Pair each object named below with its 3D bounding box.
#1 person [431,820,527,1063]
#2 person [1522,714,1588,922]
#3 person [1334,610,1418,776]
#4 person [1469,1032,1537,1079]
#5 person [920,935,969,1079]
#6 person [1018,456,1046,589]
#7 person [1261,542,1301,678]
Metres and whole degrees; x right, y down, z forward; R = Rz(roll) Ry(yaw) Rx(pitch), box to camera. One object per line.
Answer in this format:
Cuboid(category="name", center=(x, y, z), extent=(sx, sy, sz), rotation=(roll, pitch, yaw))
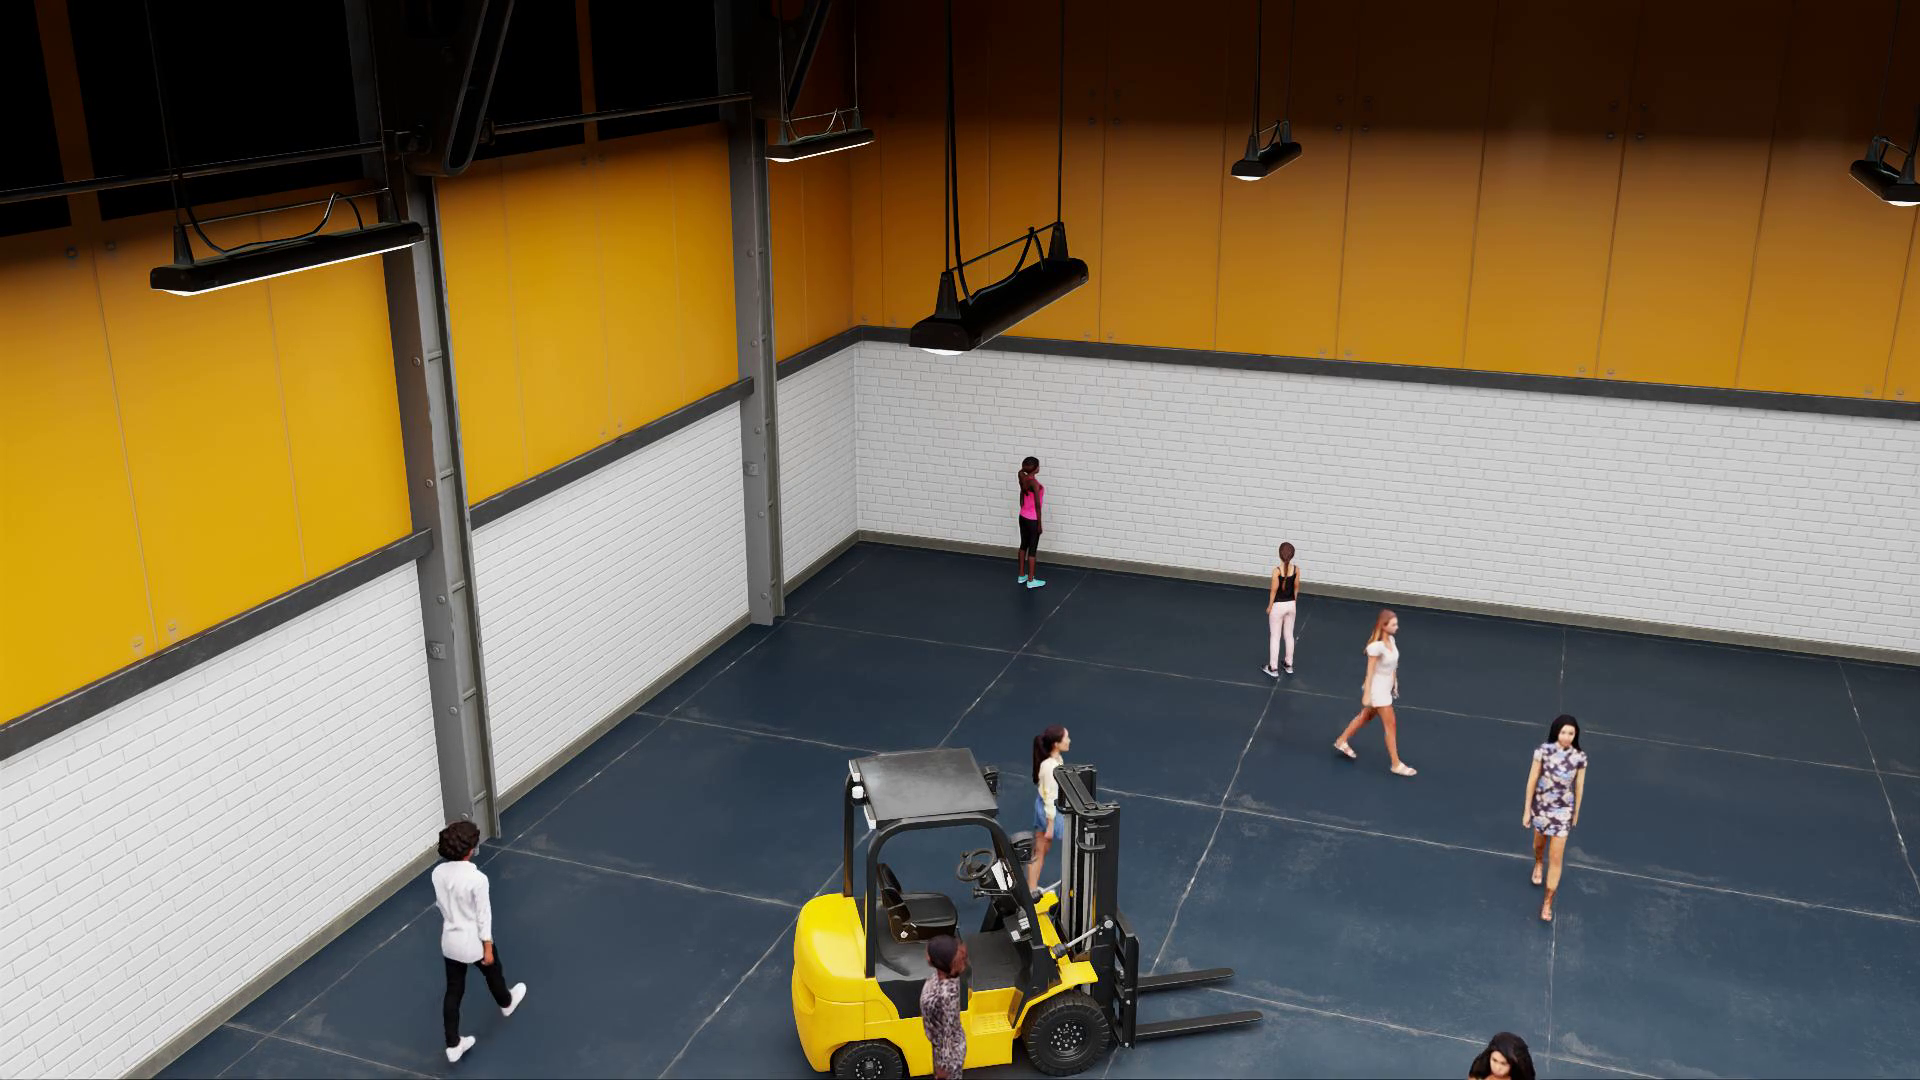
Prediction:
Cuboid(category="person", center=(-3.609, 2.918, 11.994), extent=(0.651, 1.758, 1.081), rotation=(6, 20, 18))
Cuboid(category="person", center=(4.997, 2.259, 14.048), extent=(0.600, 1.697, 1.094), rotation=(7, 20, 20))
Cuboid(category="person", center=(4.067, 1.474, 16.451), extent=(0.886, 1.651, 1.130), rotation=(14, 23, 36))
Cuboid(category="person", center=(3.271, 3.651, 10.076), extent=(0.734, 1.593, 1.016), rotation=(12, 22, 33))
Cuboid(category="person", center=(-0.087, 3.324, 10.856), extent=(0.703, 1.714, 0.588), rotation=(-1, 19, -3))
Cuboid(category="person", center=(0.900, -0.253, 21.466), extent=(0.719, 1.723, 0.667), rotation=(-10, 21, -27))
Cuboid(category="person", center=(3.635, 0.762, 18.698), extent=(0.616, 1.565, 0.667), rotation=(-7, 20, -19))
